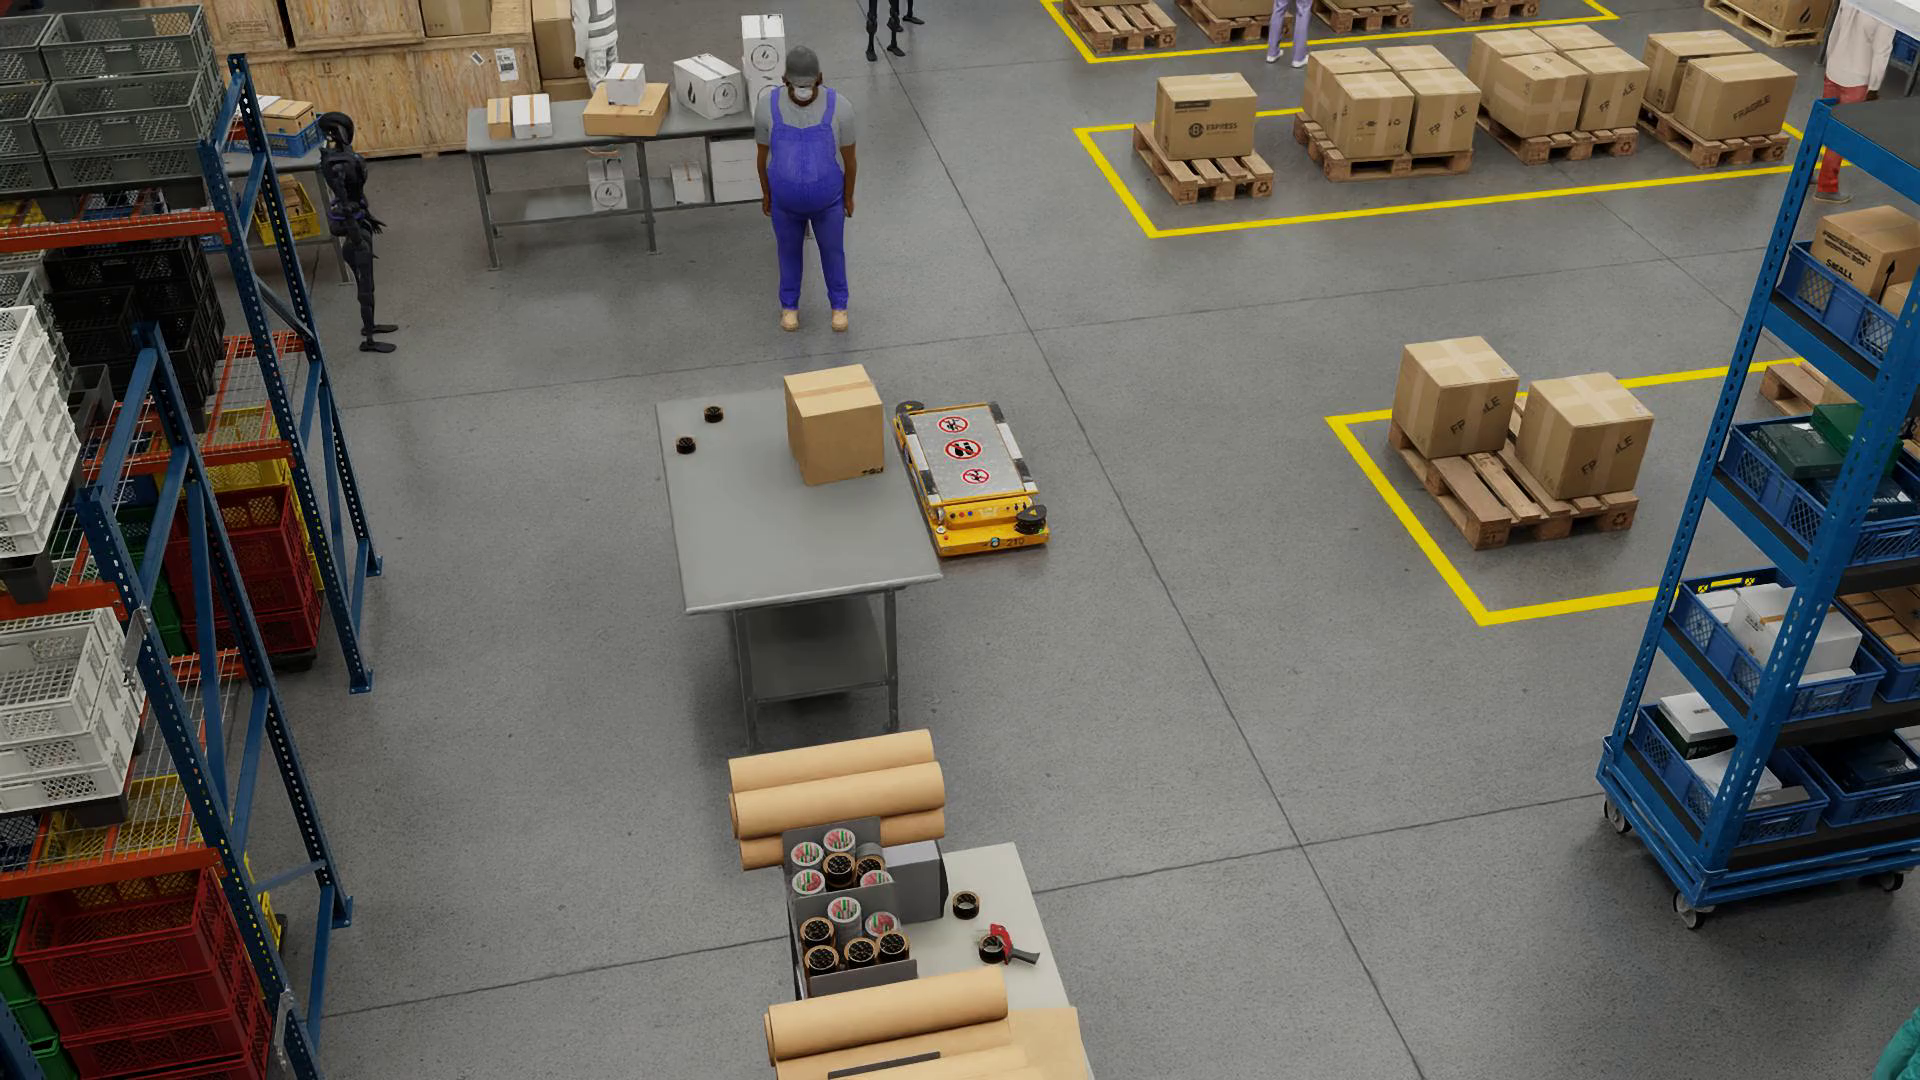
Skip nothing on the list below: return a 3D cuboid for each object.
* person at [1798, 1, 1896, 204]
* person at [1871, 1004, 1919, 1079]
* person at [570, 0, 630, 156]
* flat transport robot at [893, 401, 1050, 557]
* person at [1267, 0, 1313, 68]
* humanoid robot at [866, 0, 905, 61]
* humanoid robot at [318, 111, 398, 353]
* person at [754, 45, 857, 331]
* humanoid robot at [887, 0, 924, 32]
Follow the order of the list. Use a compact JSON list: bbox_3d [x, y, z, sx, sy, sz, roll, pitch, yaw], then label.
[{"bbox_3d":[6.979,-3.621,12.983,0.389,1.985,0.608,-8,37,-10],"label":"person"},{"bbox_3d":[3.705,1.662,6.063,0.322,1.769,0.523,16,40,21],"label":"person"},{"bbox_3d":[-3.006,-4.112,13.729,0.354,1.883,0.572,13,39,17],"label":"person"},{"bbox_3d":[0.046,-0.430,10.108,0.652,0.197,1.431,-8,37,-10],"label":"flat transport robot"},{"bbox_3d":[3.142,-5.345,15.361,0.579,1.919,0.388,17,40,22],"label":"person"},{"bbox_3d":[-0.697,-5.333,15.529,0.593,1.657,0.326,-15,39,-19],"label":"humanoid robot"},{"bbox_3d":[-4.038,-2.078,11.154,0.321,1.657,0.610,-7,37,-9],"label":"humanoid robot"},{"bbox_3d":[-1.036,-2.357,11.239,0.679,2.000,0.536,0,37,1],"label":"person"},{"bbox_3d":[-0.530,-5.832,16.200,0.327,1.657,0.589,30,46,34],"label":"humanoid robot"}]
